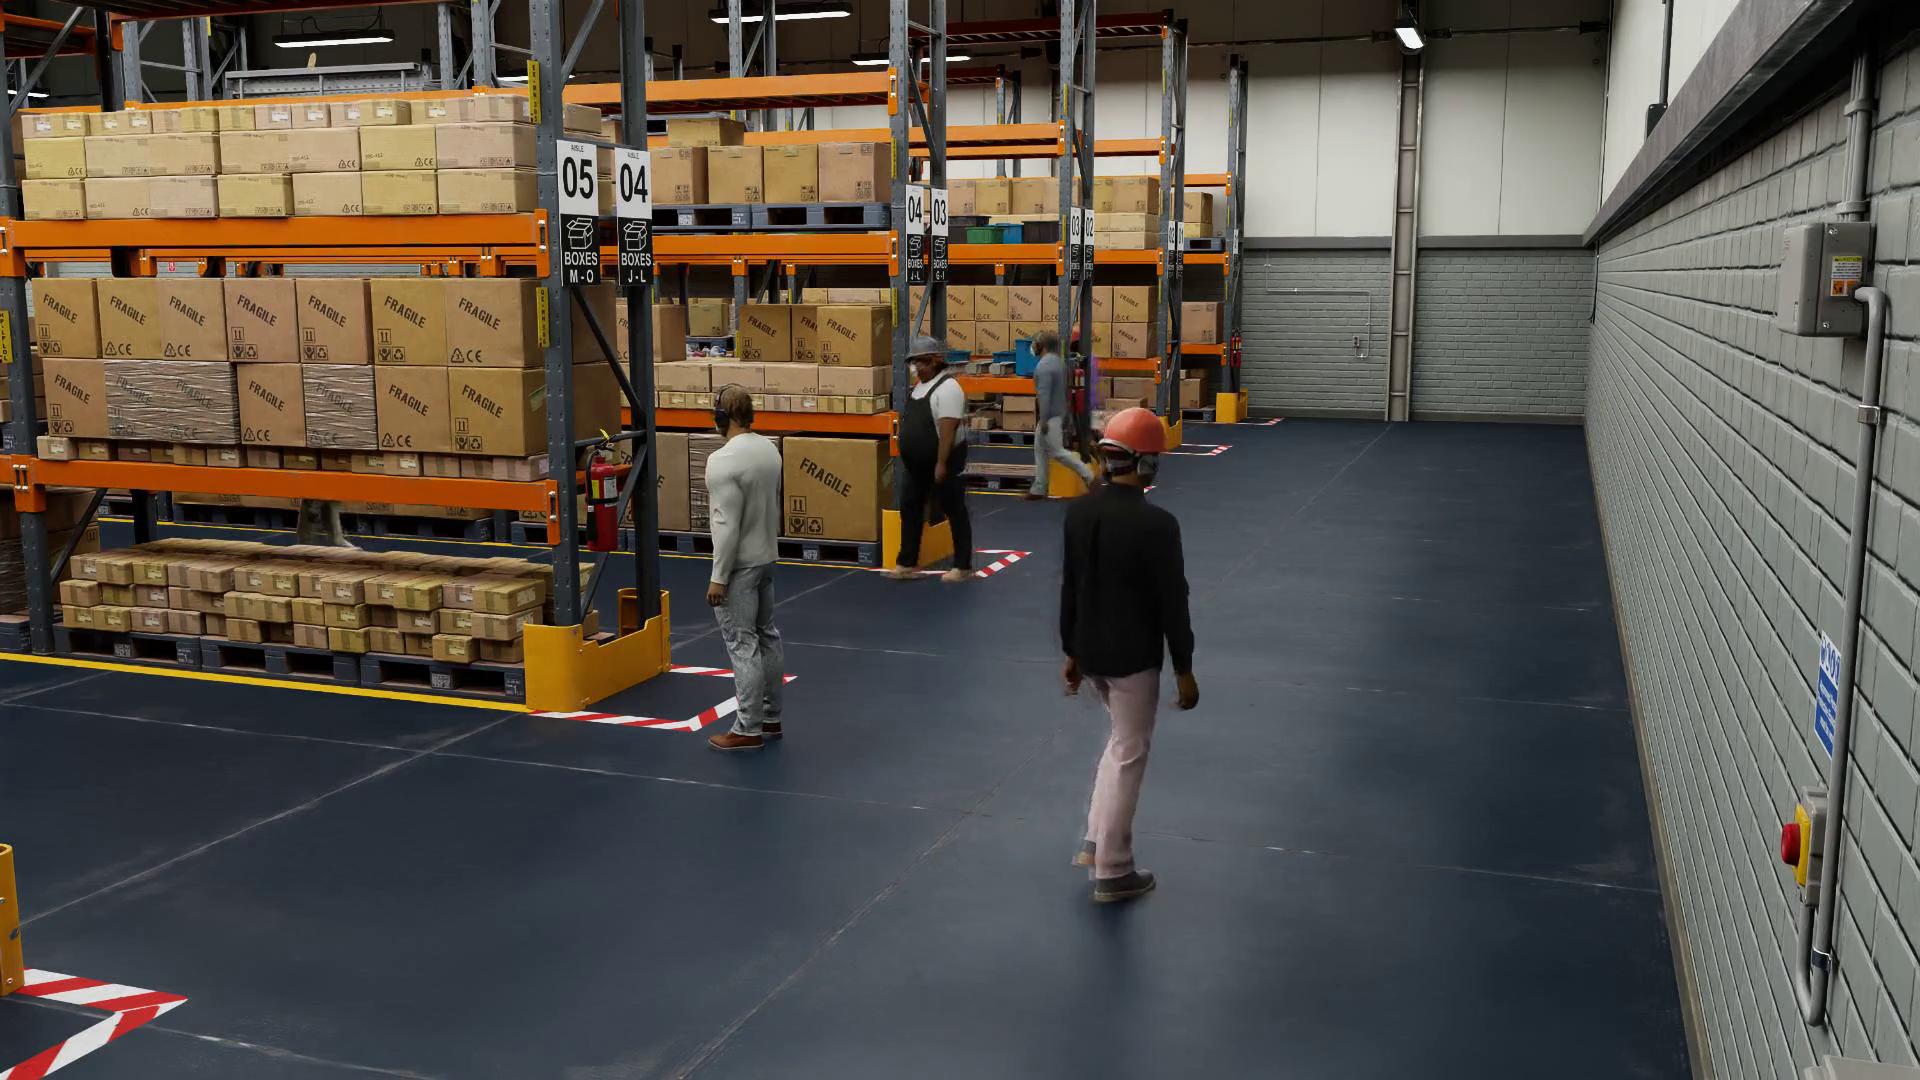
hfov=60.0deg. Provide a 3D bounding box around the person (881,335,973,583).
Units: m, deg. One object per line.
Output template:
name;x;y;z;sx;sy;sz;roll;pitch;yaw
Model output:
person;-0.267;-0.651;13.382;0.848;2.000;0.766;-6;11;-33

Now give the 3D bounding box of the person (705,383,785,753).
person;-1.136;0.147;8.732;0.352;1.933;0.634;3;10;19

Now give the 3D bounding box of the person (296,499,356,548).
person;-4.623;-0.355;12.154;0.796;1.850;0.522;3;10;19

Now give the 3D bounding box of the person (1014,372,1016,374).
person;1.139;-2.663;26.726;0.884;1.798;0.602;2;9;11

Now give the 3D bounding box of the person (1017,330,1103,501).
person;1.097;-1.336;18.126;0.896;1.902;0.655;2;9;12

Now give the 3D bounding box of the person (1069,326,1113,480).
person;1.498;-1.650;20.168;1.050;1.874;0.573;5;10;28

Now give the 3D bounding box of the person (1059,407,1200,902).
person;0.703;0.460;6.655;0.503;1.979;0.621;-6;11;-32
